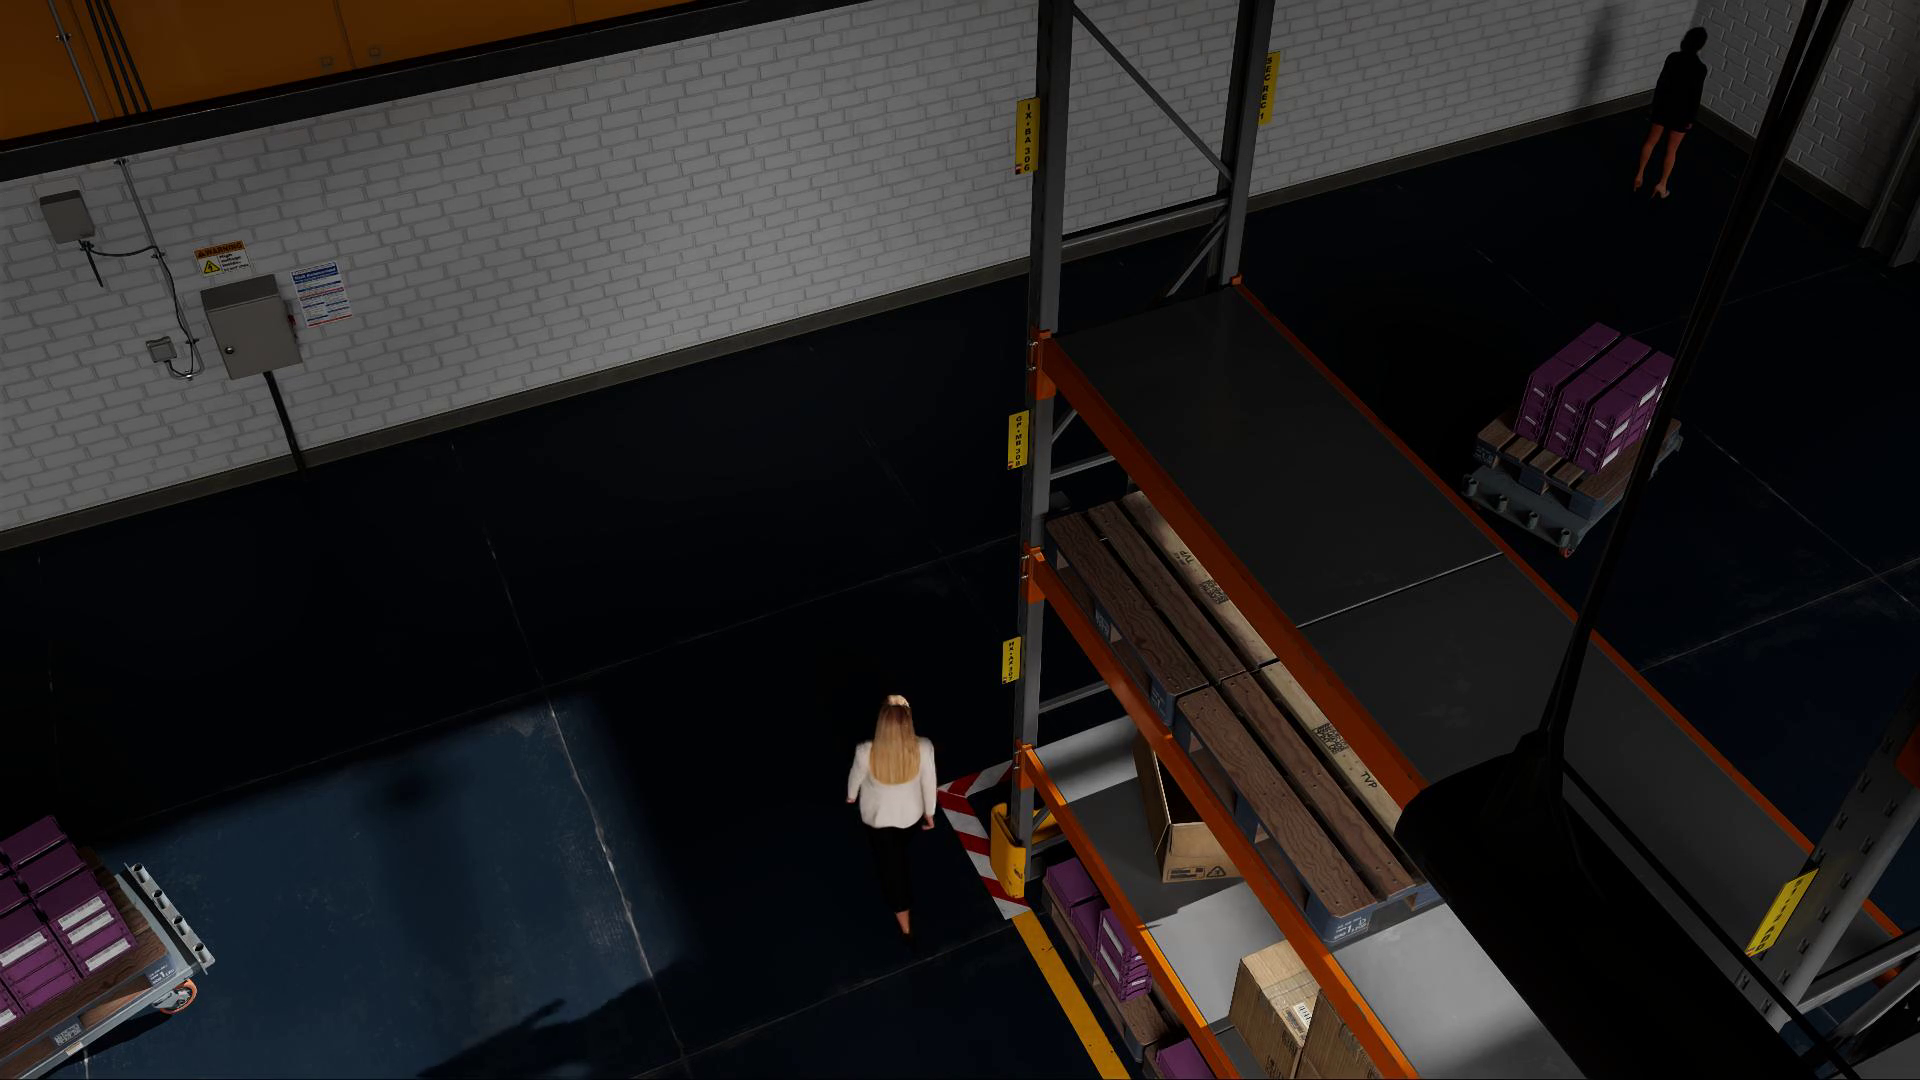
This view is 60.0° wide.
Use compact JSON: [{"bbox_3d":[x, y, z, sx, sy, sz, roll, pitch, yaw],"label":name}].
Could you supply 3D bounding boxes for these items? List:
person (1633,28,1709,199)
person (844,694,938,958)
[{"bbox_3d":[6.463,-3.869,15.076,0.721,1.640,0.644,-33,52,-29],"label":"person"},{"bbox_3d":[-0.350,1.609,9.208,0.803,1.803,1.198,-9,44,-9],"label":"person"}]
